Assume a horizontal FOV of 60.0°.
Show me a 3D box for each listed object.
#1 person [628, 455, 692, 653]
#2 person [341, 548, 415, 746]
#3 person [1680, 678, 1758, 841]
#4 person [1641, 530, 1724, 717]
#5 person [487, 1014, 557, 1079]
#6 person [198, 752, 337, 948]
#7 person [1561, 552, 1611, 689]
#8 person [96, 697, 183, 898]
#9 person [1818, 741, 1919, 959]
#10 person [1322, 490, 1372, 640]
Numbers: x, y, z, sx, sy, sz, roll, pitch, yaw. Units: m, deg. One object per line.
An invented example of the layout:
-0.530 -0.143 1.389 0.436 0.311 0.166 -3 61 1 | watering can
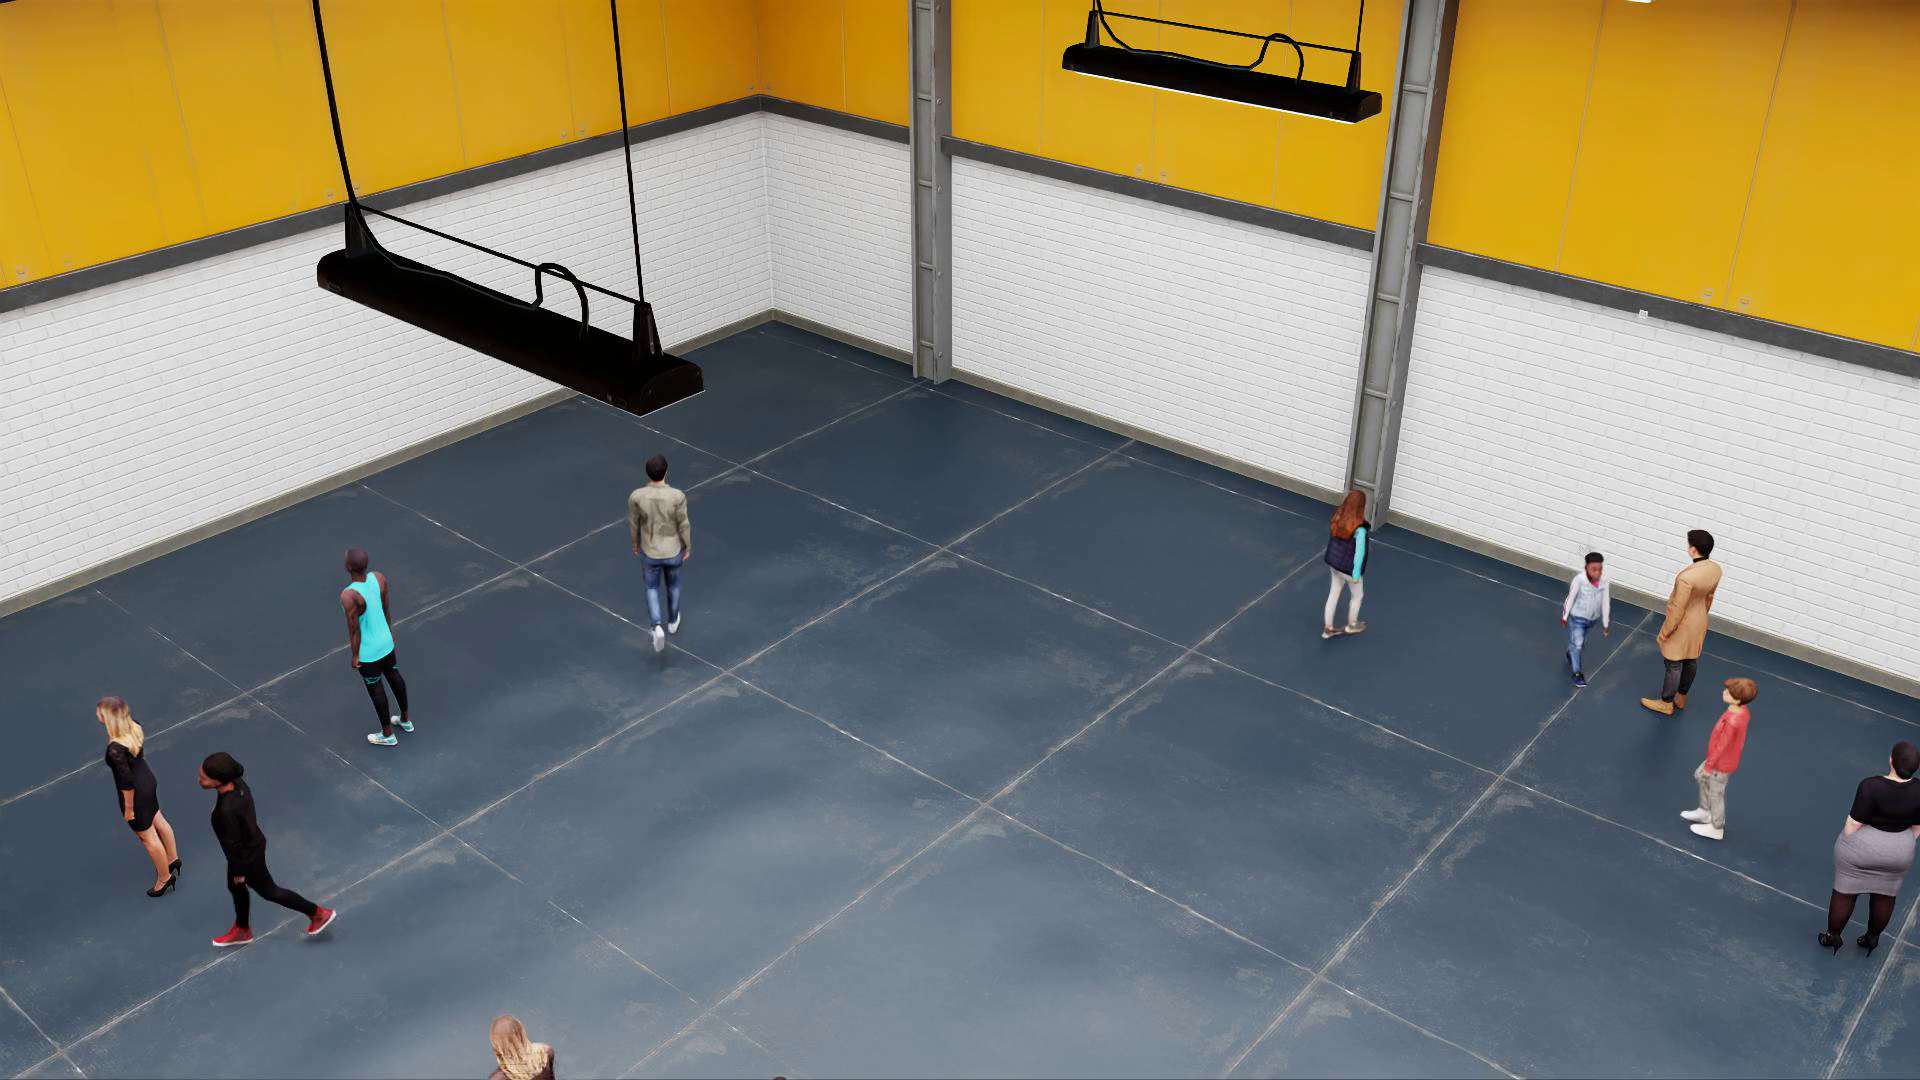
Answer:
-2.707 0.131 14.975 1.061 1.849 1.137 -3 29 -6 | person
-4.808 0.869 13.661 0.579 1.811 0.641 14 32 24 | person
5.862 1.672 12.612 0.587 1.407 0.562 17 33 28 | person
6.157 0.694 14.073 0.727 1.725 0.727 -16 33 -27 | person
-2.323 3.355 9.256 0.730 1.665 1.157 -22 36 -35 | person
-4.833 2.151 11.488 1.061 1.642 1.101 -7 29 -12 | person
5.509 0.633 14.703 0.828 1.227 0.885 -2 29 -4 | person
-5.939 1.839 12.025 0.669 1.675 0.602 -3 29 -6 | person
6.294 2.127 11.409 0.736 1.761 0.834 4 29 7 | person
3.462 0.240 15.151 0.786 1.490 0.764 -14 32 -24 | person
